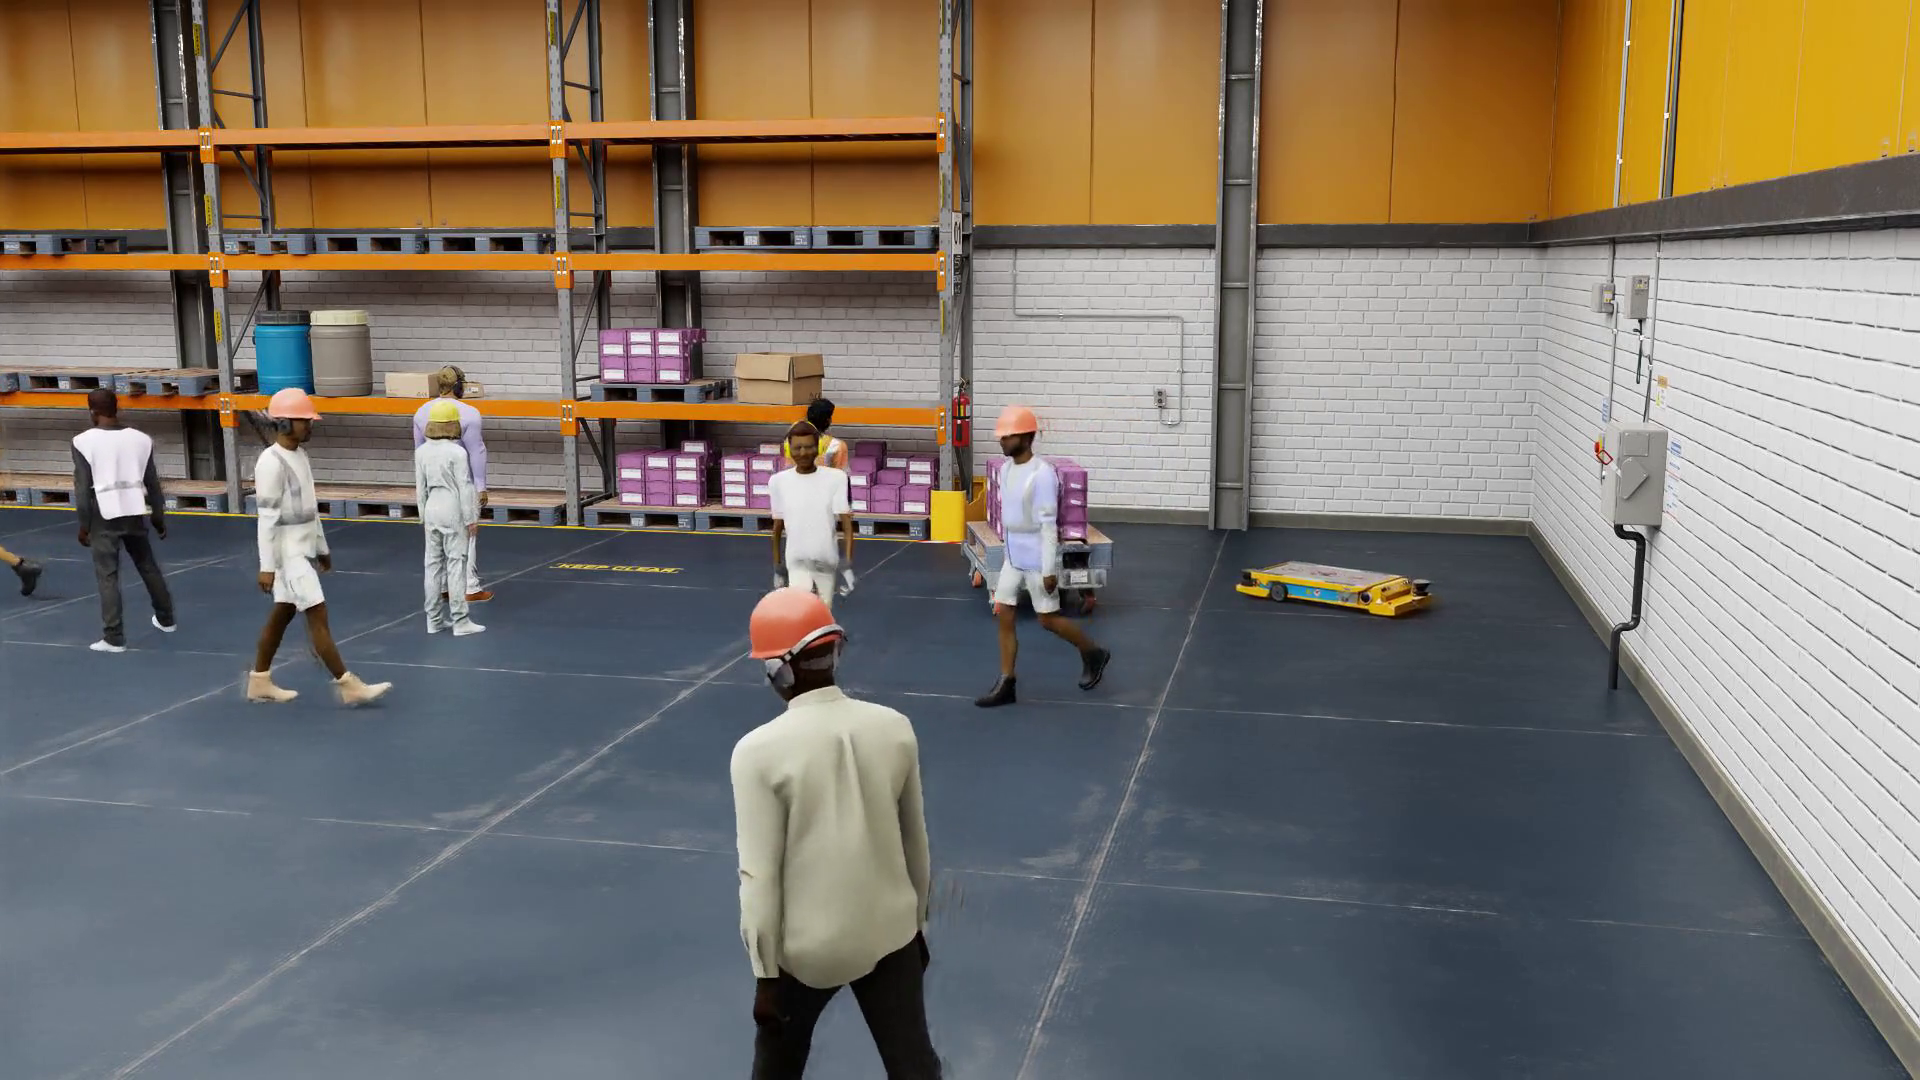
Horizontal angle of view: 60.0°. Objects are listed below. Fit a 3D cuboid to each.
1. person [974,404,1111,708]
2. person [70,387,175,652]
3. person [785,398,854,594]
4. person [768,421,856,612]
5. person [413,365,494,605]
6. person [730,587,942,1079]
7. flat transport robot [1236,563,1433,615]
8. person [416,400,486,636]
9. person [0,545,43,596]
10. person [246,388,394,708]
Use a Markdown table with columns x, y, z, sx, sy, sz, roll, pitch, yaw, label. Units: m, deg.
| x | y | z | sx | sy | sz | roll | pitch | yaw | label |
| --- | --- | --- | --- | --- | --- | --- | --- | --- | --- |
| 0.522 | 0.091 | 10.419 | 0.883 | 1.906 | 0.548 | -6 | 11 | -30 | person |
| -6.046 | -0.174 | 12.076 | 0.549 | 1.877 | 0.758 | 5 | 11 | 29 | person |
| -1.096 | -0.299 | 13.339 | 0.560 | 1.669 | 0.662 | 4 | 10 | 21 | person |
| -0.914 | 0.164 | 10.216 | 0.508 | 1.820 | 0.996 | -2 | 10 | -9 | person |
| -4.077 | -0.439 | 13.403 | 0.636 | 1.938 | 0.355 | 4 | 10 | 21 | person |
| -0.330 | 1.085 | 4.609 | 0.636 | 1.882 | 1.198 | -7 | 12 | -36 | person |
| 3.030 | 0.376 | 13.509 | 1.431 | 0.197 | 0.652 | 8 | 13 | 41 | flat transport robot |
| -3.798 | -0.164 | 12.356 | 0.492 | 1.742 | 0.319 | 5 | 11 | 27 | person |
| -7.929 | -0.419 | 13.400 | 0.817 | 1.917 | 0.548 | -3 | 10 | -18 | person |
| -4.044 | 0.059 | 10.302 | 0.957 | 1.993 | 0.630 | -1 | 10 | -7 | person |
